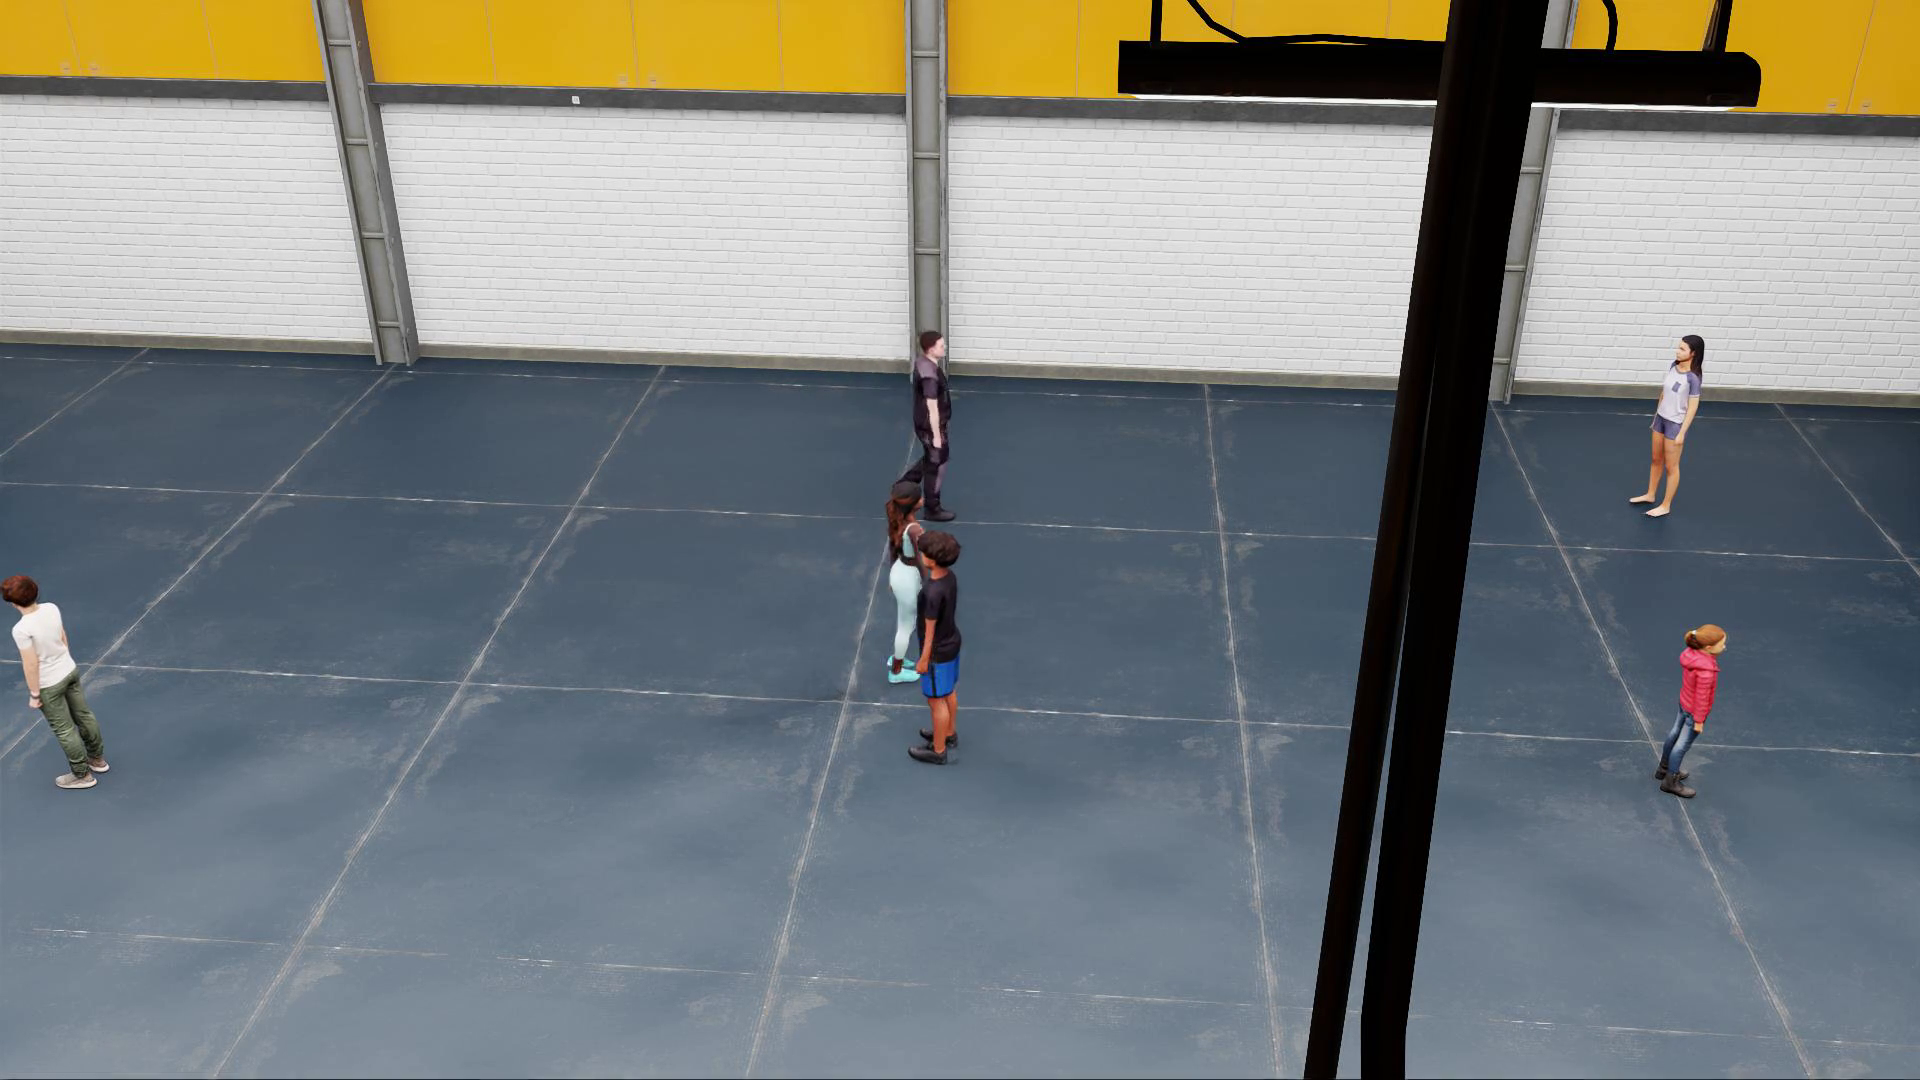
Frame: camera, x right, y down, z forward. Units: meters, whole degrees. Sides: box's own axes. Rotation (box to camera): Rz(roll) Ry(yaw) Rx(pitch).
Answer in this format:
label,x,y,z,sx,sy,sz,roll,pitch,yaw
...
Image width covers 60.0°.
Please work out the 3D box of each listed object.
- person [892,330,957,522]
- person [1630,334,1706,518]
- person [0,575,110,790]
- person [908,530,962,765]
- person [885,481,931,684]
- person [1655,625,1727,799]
label,x,y,z,sx,sy,sz,roll,pitch,yaw
person,-0.338,-1.023,14.939,0.856,1.833,0.794,-1,29,-3
person,6.473,-1.056,15.101,0.616,1.734,0.643,-7,29,-12
person,-6.243,0.967,11.476,0.572,1.655,0.600,6,29,11
person,-0.128,0.744,11.739,0.616,1.794,0.629,7,29,12
person,-0.473,0.356,12.535,0.705,1.713,0.670,-11,31,-20
person,5.050,1.152,11.488,0.507,1.317,0.529,5,29,9
